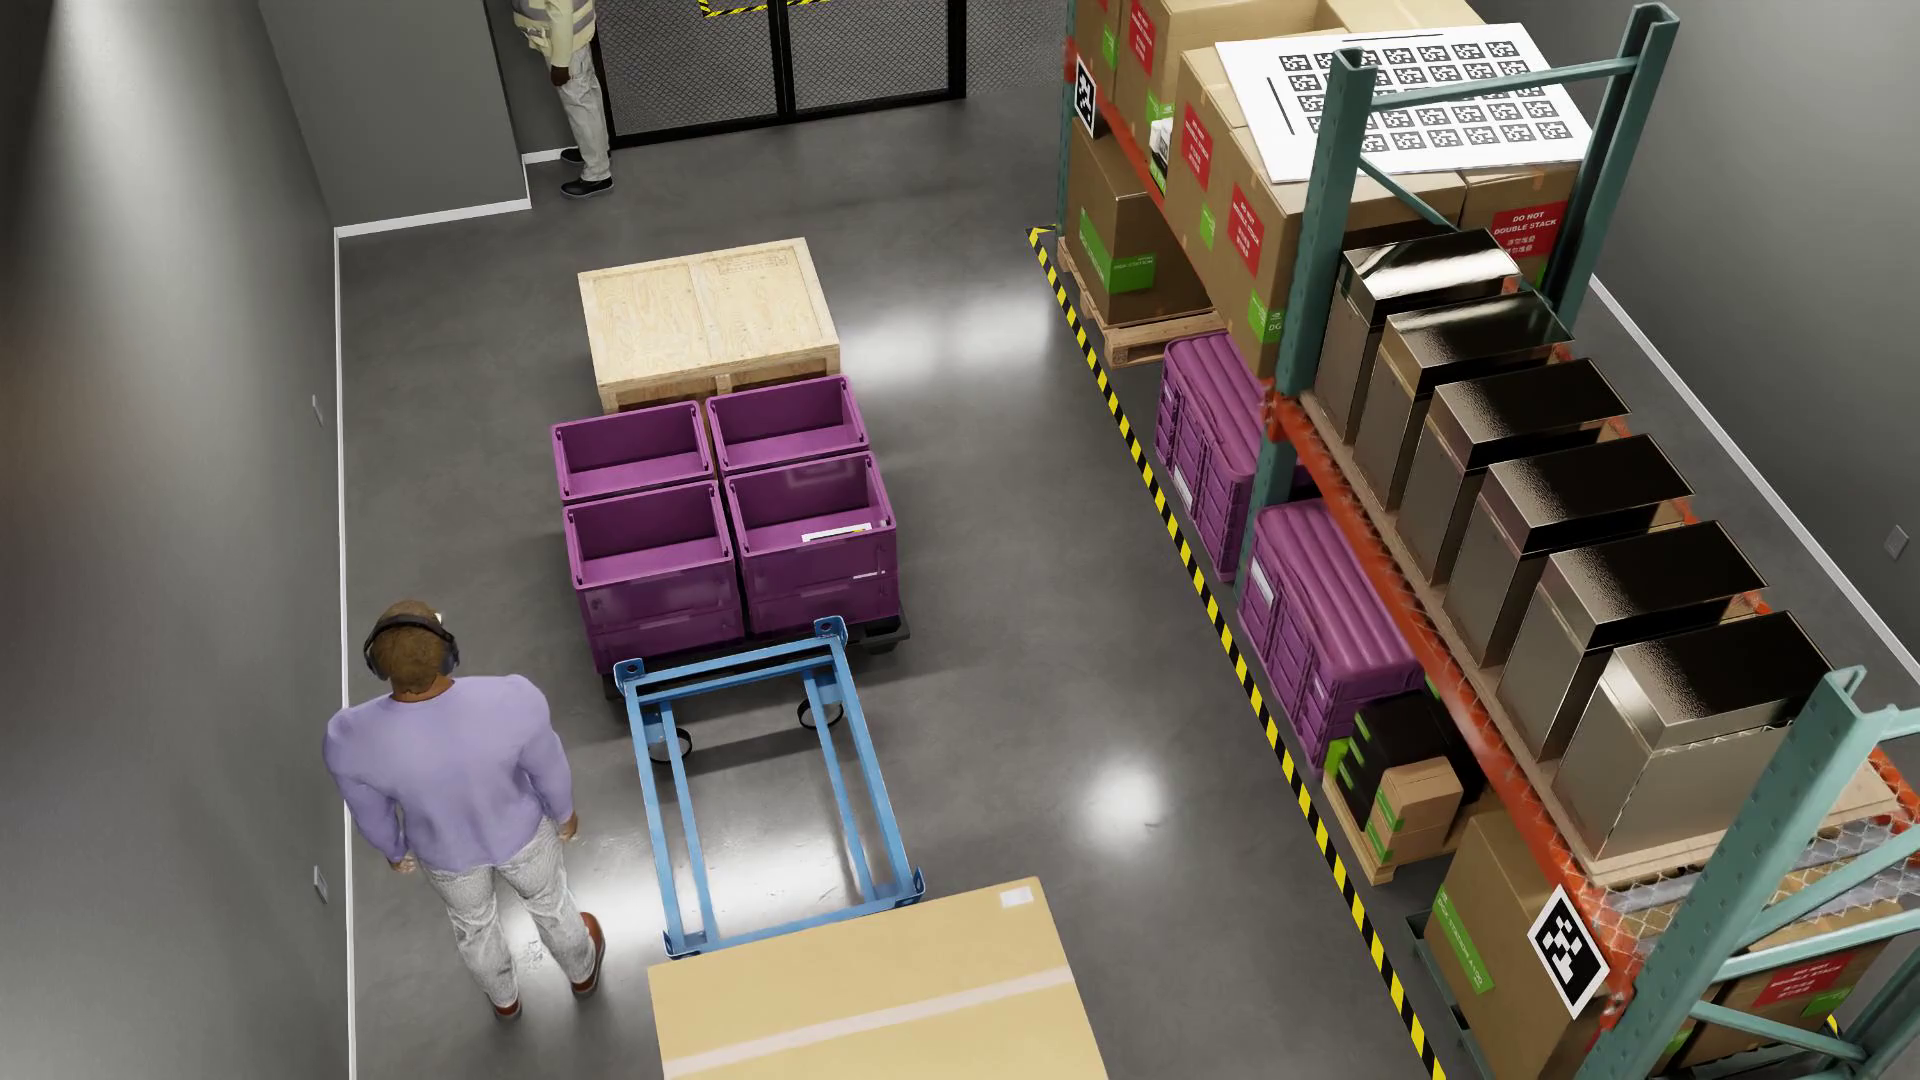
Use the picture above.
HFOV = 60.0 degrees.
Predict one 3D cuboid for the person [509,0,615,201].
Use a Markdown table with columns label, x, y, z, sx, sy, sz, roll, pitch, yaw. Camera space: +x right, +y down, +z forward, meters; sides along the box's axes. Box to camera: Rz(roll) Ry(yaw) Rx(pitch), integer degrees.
| label | x | y | z | sx | sy | sz | roll | pitch | yaw |
| --- | --- | --- | --- | --- | --- | --- | --- | --- | --- |
| person | -2.011 | -2.558 | 8.307 | 0.403 | 1.831 | 0.597 | -5 | 48 | -4 |

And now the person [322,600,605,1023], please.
| label | x | y | z | sx | sy | sz | roll | pitch | yaw |
| --- | --- | --- | --- | --- | --- | --- | --- | --- | --- |
| person | -1.477 | 0.876 | 5.082 | 0.629 | 1.940 | 0.376 | -12 | 49 | -11 |
